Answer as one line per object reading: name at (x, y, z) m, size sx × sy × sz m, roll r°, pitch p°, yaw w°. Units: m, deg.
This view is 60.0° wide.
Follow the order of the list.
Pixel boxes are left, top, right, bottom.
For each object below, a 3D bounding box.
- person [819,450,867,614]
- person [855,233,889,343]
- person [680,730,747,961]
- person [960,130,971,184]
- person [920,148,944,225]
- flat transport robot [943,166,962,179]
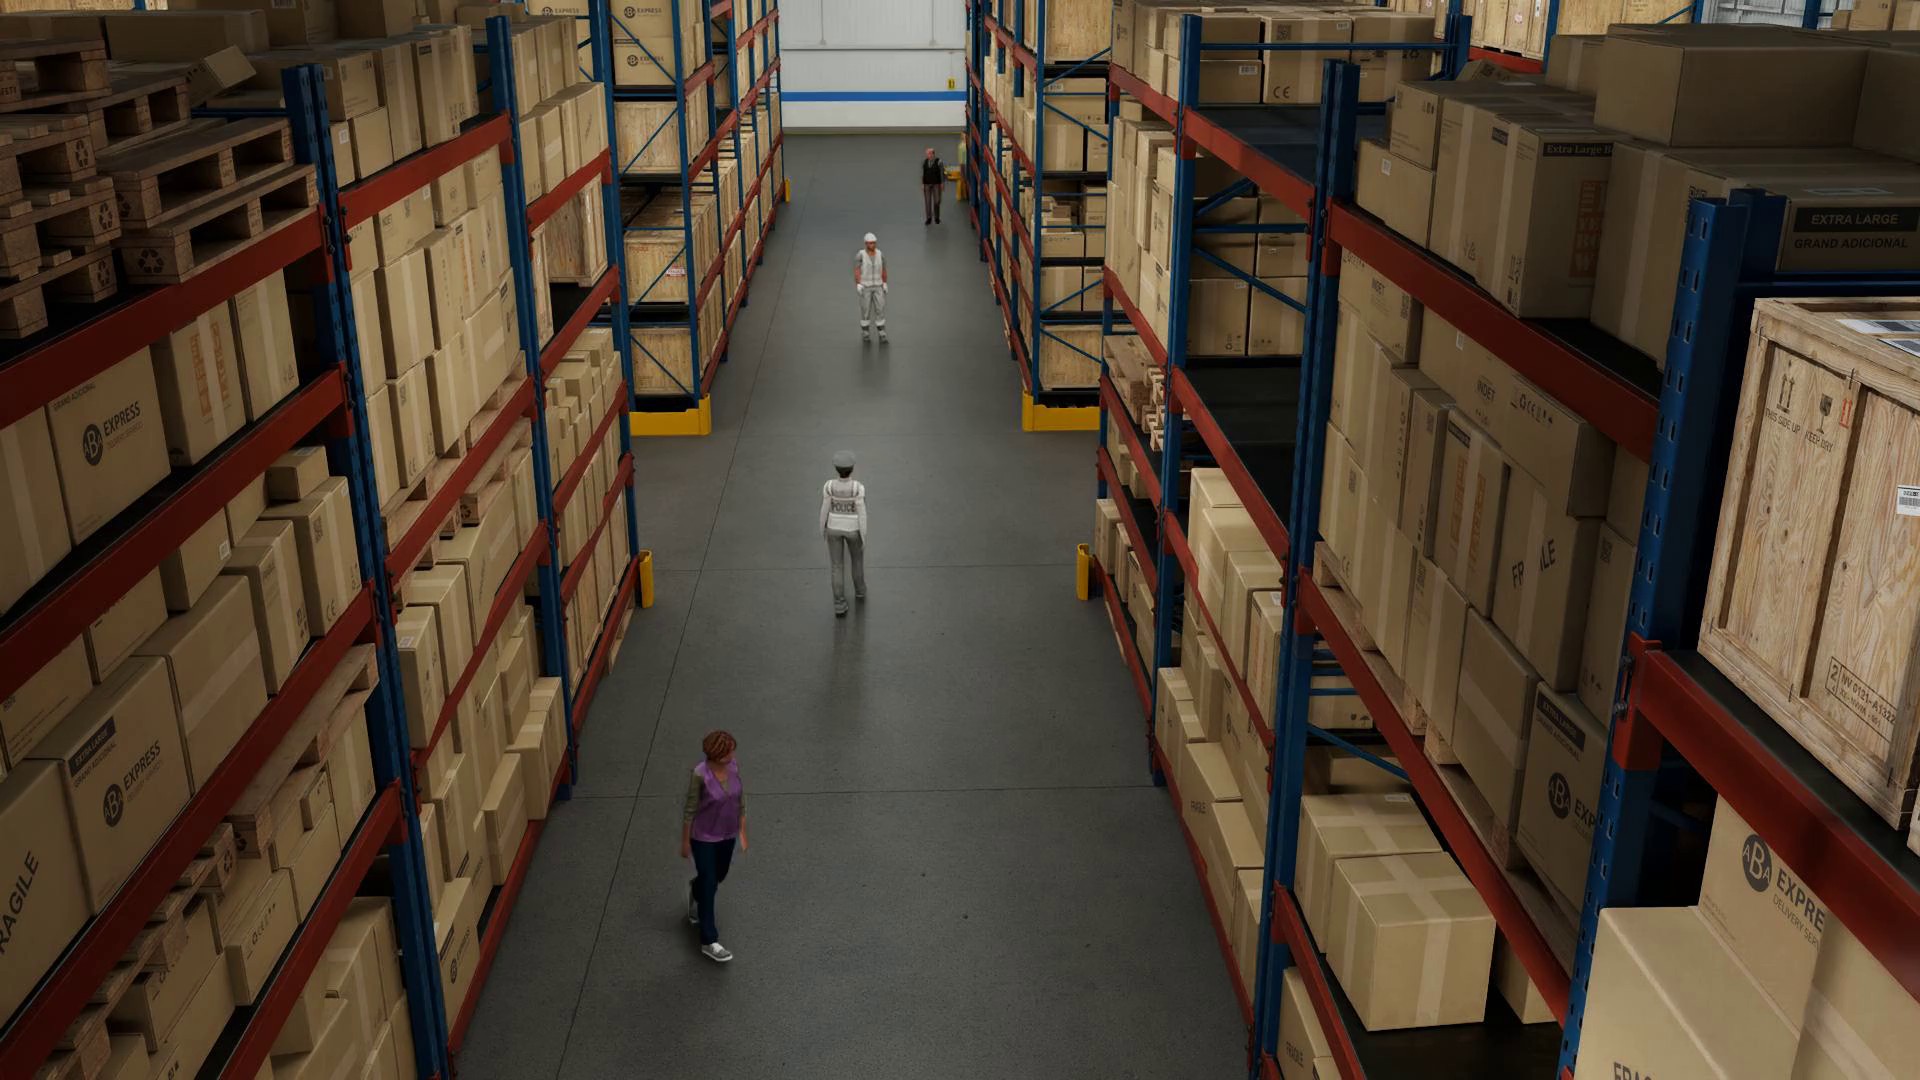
person at (-1.183, -0.131, 16.957) m, size 0.493 × 1.675 × 0.771 m, roll 0°, pitch 20°, yaw 1°
person at (-1.444, -4.178, 27.630) m, size 0.588 × 1.800 × 0.512 m, roll -7°, pitch 22°, yaw -18°
person at (-1.698, 2.004, 11.379) m, size 0.476 × 1.560 × 0.781 m, roll -16°, pitch 26°, yaw -37°
person at (0.198, -9.525, 42.142) m, size 0.445 × 1.687 × 0.474 m, roll -10°, pitch 23°, yaw -25°
person at (-0.665, -8.190, 38.465) m, size 0.563 × 1.727 × 0.413 m, roll 5°, pitch 21°, yaw 12°
flat transport robot at (-0.062, -10.098, 45.784) m, size 0.659 × 0.255 × 1.431 m, roll -3°, pitch 21°, yaw -7°
